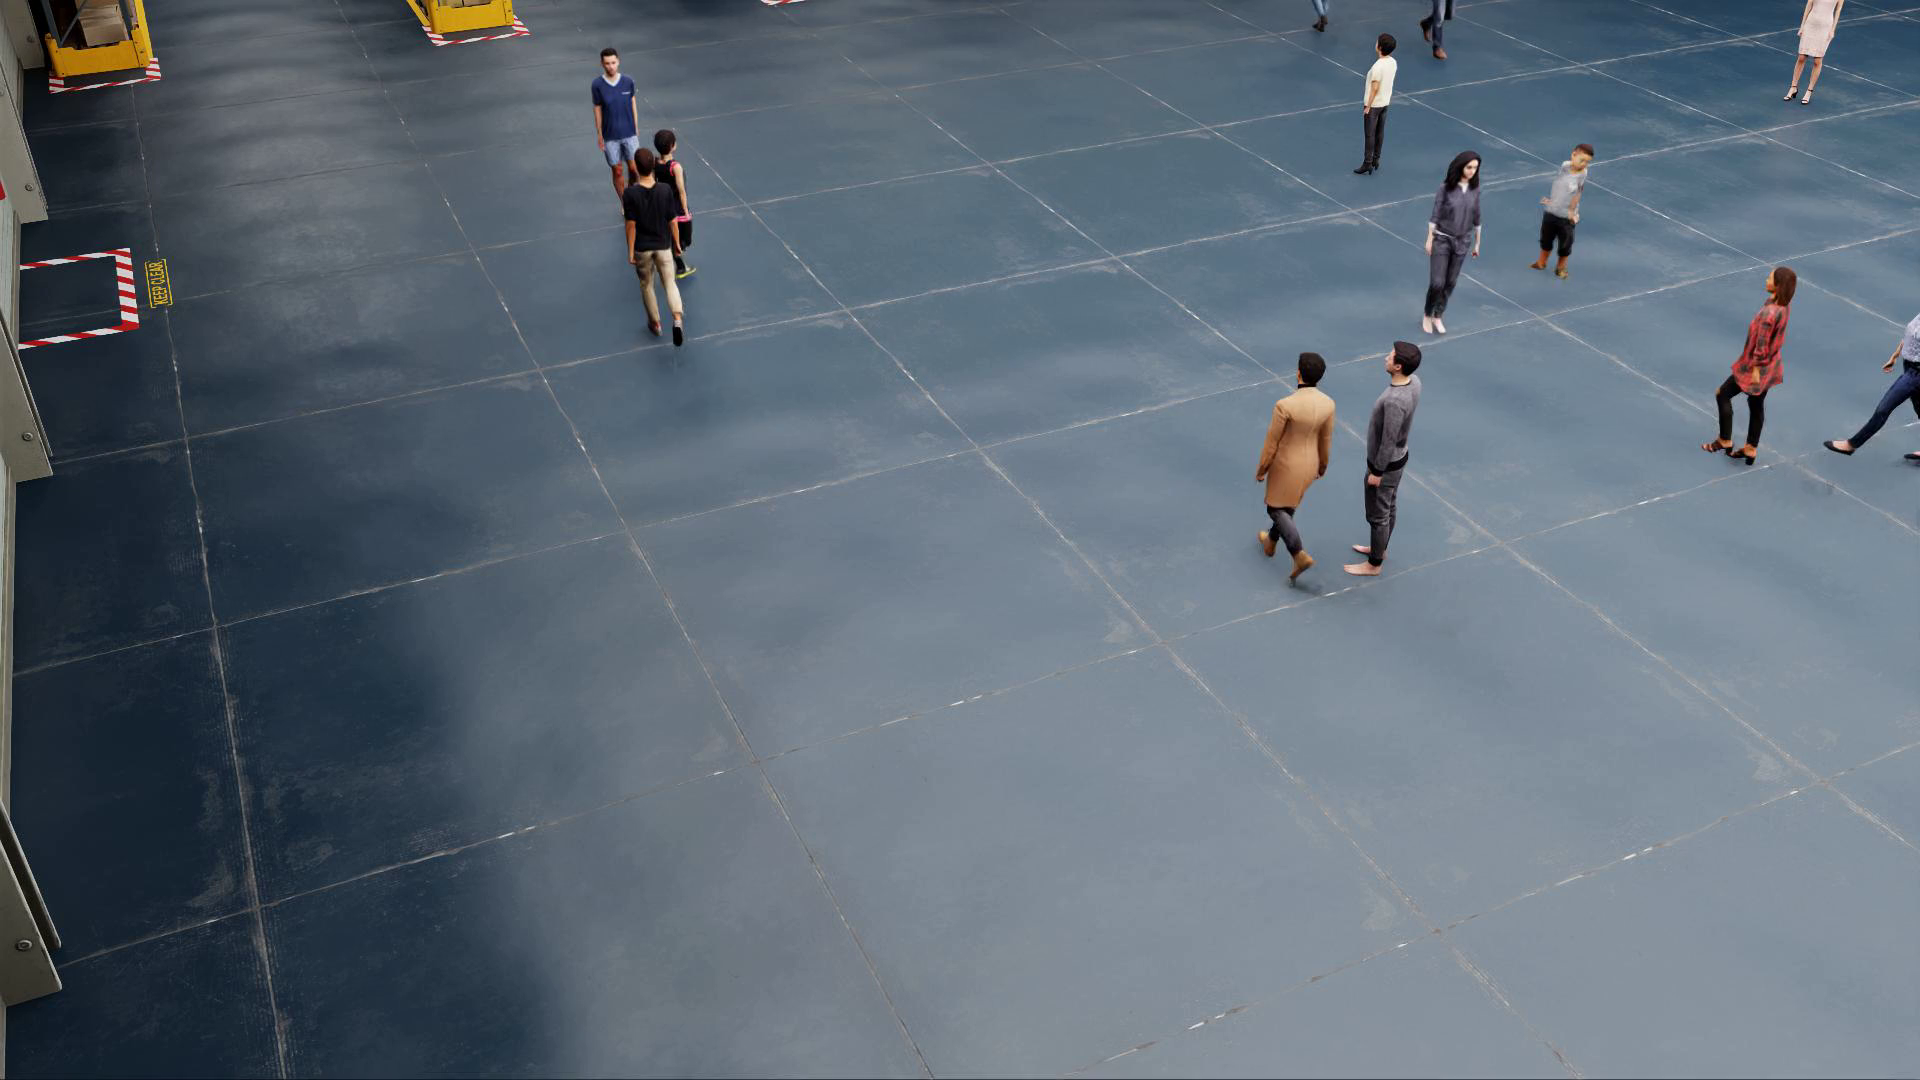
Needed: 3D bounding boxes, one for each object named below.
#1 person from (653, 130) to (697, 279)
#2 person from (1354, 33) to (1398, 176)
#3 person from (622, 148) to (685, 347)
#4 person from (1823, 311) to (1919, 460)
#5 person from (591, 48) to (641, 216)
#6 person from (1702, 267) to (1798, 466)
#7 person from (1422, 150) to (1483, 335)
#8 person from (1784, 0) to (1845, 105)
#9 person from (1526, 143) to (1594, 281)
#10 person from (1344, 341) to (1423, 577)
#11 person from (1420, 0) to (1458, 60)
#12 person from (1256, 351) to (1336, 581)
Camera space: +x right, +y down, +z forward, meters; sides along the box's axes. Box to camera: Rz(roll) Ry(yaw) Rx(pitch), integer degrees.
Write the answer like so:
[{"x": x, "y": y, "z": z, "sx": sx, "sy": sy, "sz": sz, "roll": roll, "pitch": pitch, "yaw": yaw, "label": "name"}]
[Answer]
[{"x": -2.854, "y": -3.233, "z": 16.298, "sx": 0.843, "sy": 1.537, "sz": 0.794, "roll": 25, "pitch": 41, "yaw": 33, "label": "person"}, {"x": 4.739, "y": -4.955, "z": 18.899, "sx": 0.615, "sy": 1.587, "sz": 0.652, "roll": 26, "pitch": 41, "yaw": 34, "label": "person"}, {"x": -2.758, "y": -2.616, "z": 15.071, "sx": 0.666, "sy": 1.841, "sz": 1.017, "roll": -13, "pitch": 35, "yaw": -19, "label": "person"}, {"x": 7.718, "y": -1.335, "z": 13.256, "sx": 1.106, "sy": 1.671, "sz": 1.132, "roll": 7, "pitch": 34, "yaw": 10, "label": "person"}, {"x": -3.663, "y": -4.362, "z": 17.763, "sx": 0.648, "sy": 1.832, "sz": 0.672, "roll": -10, "pitch": 34, "yaw": -15, "label": "person"}, {"x": 6.451, "y": -1.353, "z": 13.270, "sx": 0.753, "sy": 1.687, "sz": 0.725, "roll": 28, "pitch": 42, "yaw": 35, "label": "person"}, {"x": 4.519, "y": -2.789, "z": 15.417, "sx": 0.703, "sy": 1.752, "sz": 0.701, "roll": -3, "pitch": 33, "yaw": -5, "label": "person"}, {"x": 10.811, "y": -6.424, "z": 20.937, "sx": 0.568, "sy": 1.829, "sz": 0.705, "roll": 27, "pitch": 41, "yaw": 35, "label": "person"}, {"x": 5.977, "y": -3.355, "z": 16.578, "sx": 0.803, "sy": 1.437, "sz": 0.578, "roll": -19, "pitch": 38, "yaw": -27, "label": "person"}, {"x": 3.074, "y": -0.586, "z": 11.947, "sx": 0.779, "sy": 1.842, "sz": 0.761, "roll": 16, "pitch": 36, "yaw": 23, "label": "person"}, {"x": 6.568, "y": -7.569, "z": 22.643, "sx": 0.774, "sy": 1.888, "sz": 1.072, "roll": -11, "pitch": 35, "yaw": -17, "label": "person"}, {"x": 2.433, "y": -0.507, "z": 11.961, "sx": 0.719, "sy": 1.696, "sz": 0.993, "roll": -14, "pitch": 35, "yaw": -20, "label": "person"}]
